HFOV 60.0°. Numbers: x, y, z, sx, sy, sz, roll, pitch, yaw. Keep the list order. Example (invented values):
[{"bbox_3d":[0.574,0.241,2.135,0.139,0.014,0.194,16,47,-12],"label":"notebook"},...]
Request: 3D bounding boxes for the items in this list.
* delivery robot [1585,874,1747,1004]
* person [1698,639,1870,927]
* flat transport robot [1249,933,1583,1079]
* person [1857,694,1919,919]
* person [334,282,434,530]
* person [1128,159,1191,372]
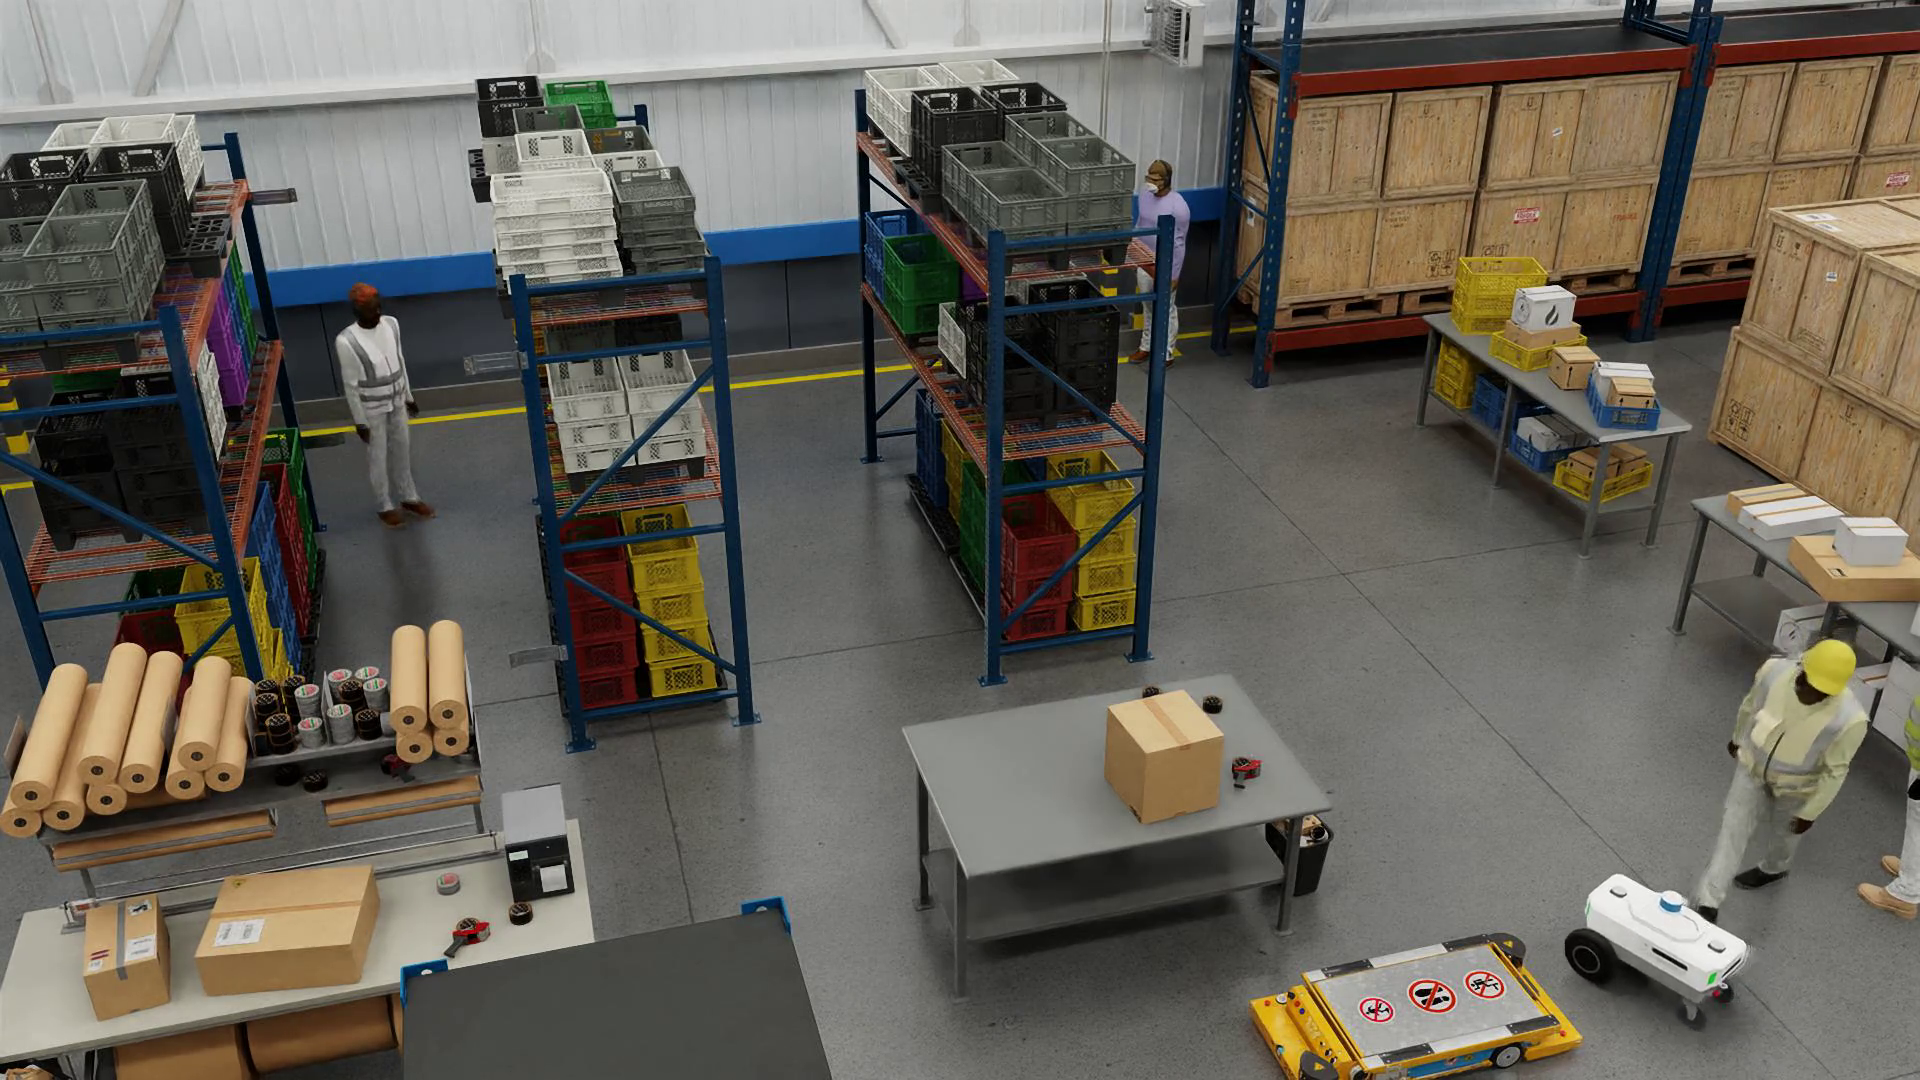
[{"bbox_3d":[3.467,1.949,8.201,0.477,0.478,0.707,-22,36,-35],"label":"delivery robot"},{"bbox_3d":[4.121,1.197,8.415,0.905,1.762,0.652,-22,36,-35],"label":"person"},{"bbox_3d":[2.184,2.282,7.980,1.431,0.197,0.652,-8,30,-14],"label":"flat transport robot"},{"bbox_3d":[5.040,1.103,8.507,0.636,1.842,0.429,-23,36,-36],"label":"person"},{"bbox_3d":[-4.268,-0.997,12.286,0.346,1.884,0.580,14,32,24],"label":"person"},{"bbox_3d":[1.781,-2.463,14.906,0.368,1.933,0.626,-18,33,-29],"label":"person"}]
